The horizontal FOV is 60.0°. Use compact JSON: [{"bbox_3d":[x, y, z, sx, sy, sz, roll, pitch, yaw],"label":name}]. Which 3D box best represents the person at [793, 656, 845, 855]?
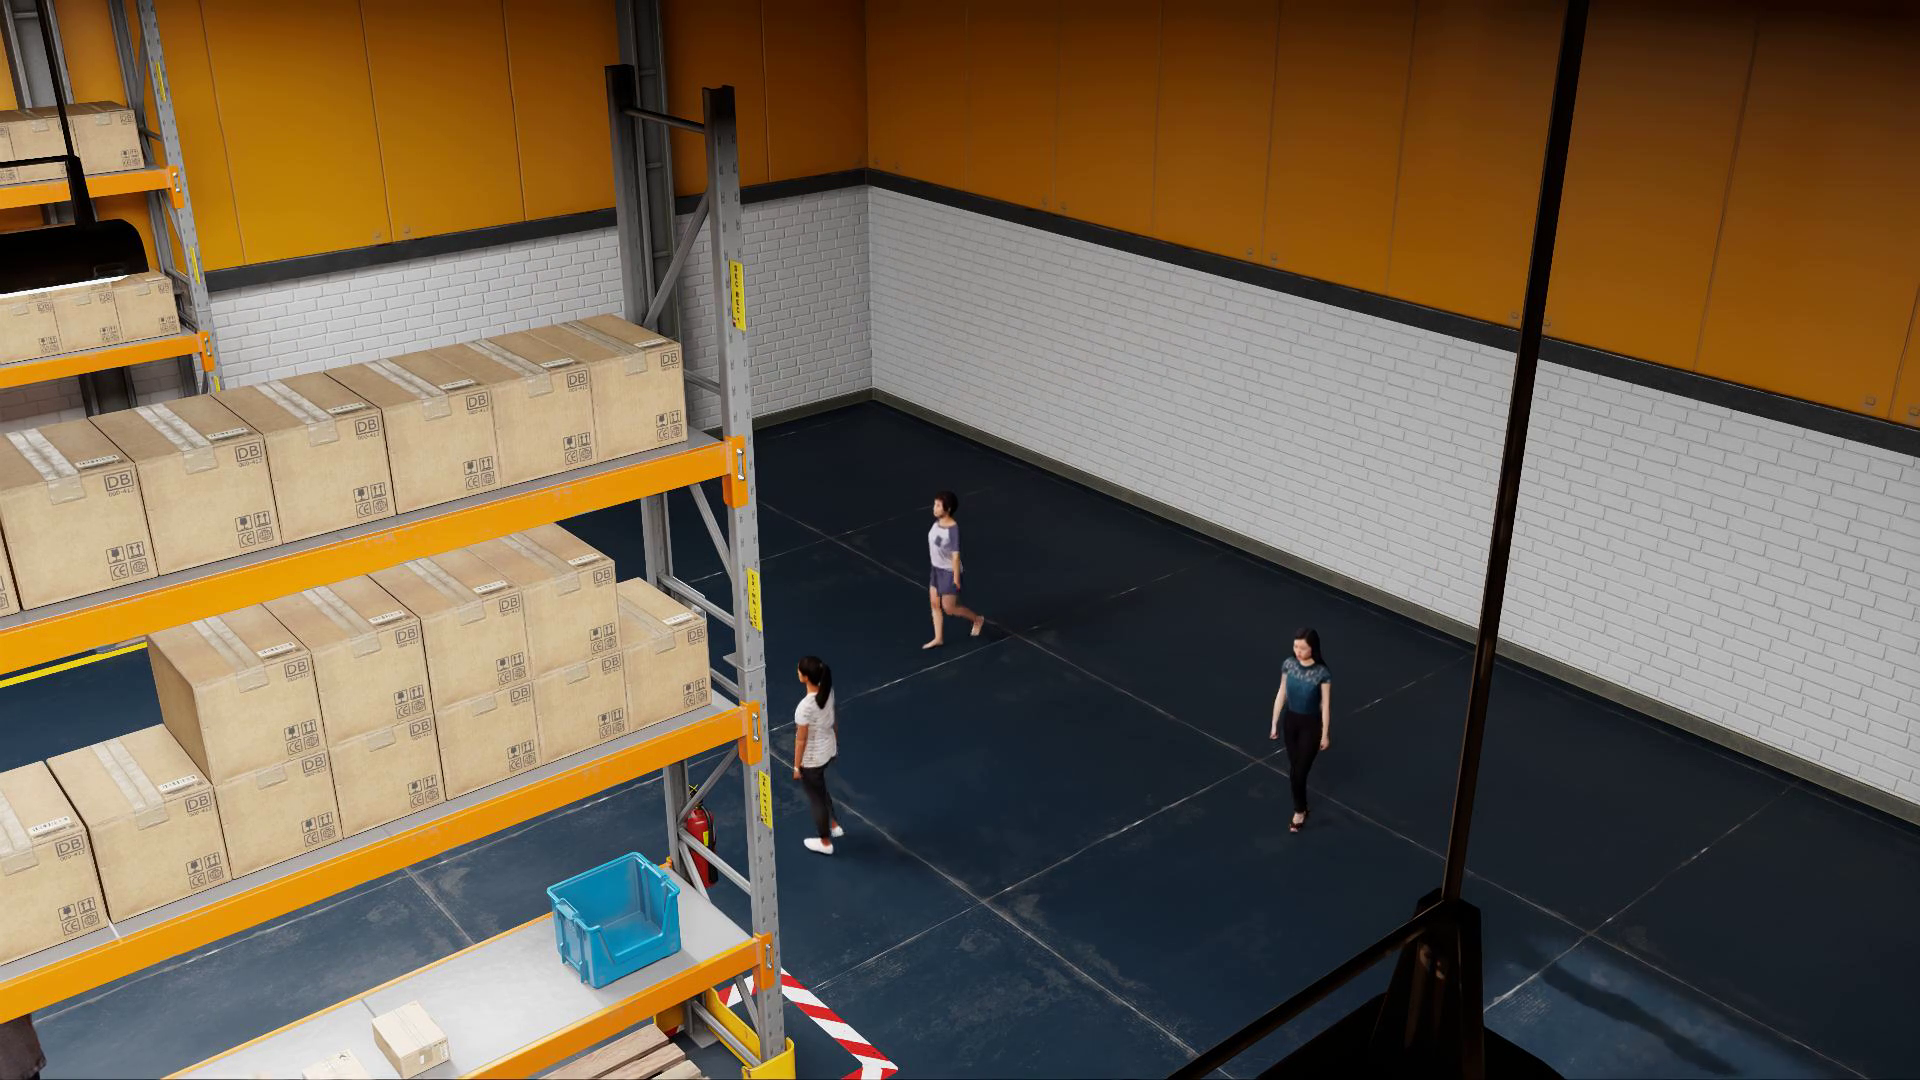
[{"bbox_3d":[-0.973,1.590,12.154,0.739,1.635,0.641,12,26,25],"label":"person"}]

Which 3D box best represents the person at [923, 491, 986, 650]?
[{"bbox_3d":[-0.072,0.271,15.283,0.876,1.546,0.674,-11,26,-24],"label":"person"}]

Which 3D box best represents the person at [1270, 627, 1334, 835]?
[{"bbox_3d":[2.611,1.406,12.467,0.636,1.723,0.678,19,30,37],"label":"person"}]
